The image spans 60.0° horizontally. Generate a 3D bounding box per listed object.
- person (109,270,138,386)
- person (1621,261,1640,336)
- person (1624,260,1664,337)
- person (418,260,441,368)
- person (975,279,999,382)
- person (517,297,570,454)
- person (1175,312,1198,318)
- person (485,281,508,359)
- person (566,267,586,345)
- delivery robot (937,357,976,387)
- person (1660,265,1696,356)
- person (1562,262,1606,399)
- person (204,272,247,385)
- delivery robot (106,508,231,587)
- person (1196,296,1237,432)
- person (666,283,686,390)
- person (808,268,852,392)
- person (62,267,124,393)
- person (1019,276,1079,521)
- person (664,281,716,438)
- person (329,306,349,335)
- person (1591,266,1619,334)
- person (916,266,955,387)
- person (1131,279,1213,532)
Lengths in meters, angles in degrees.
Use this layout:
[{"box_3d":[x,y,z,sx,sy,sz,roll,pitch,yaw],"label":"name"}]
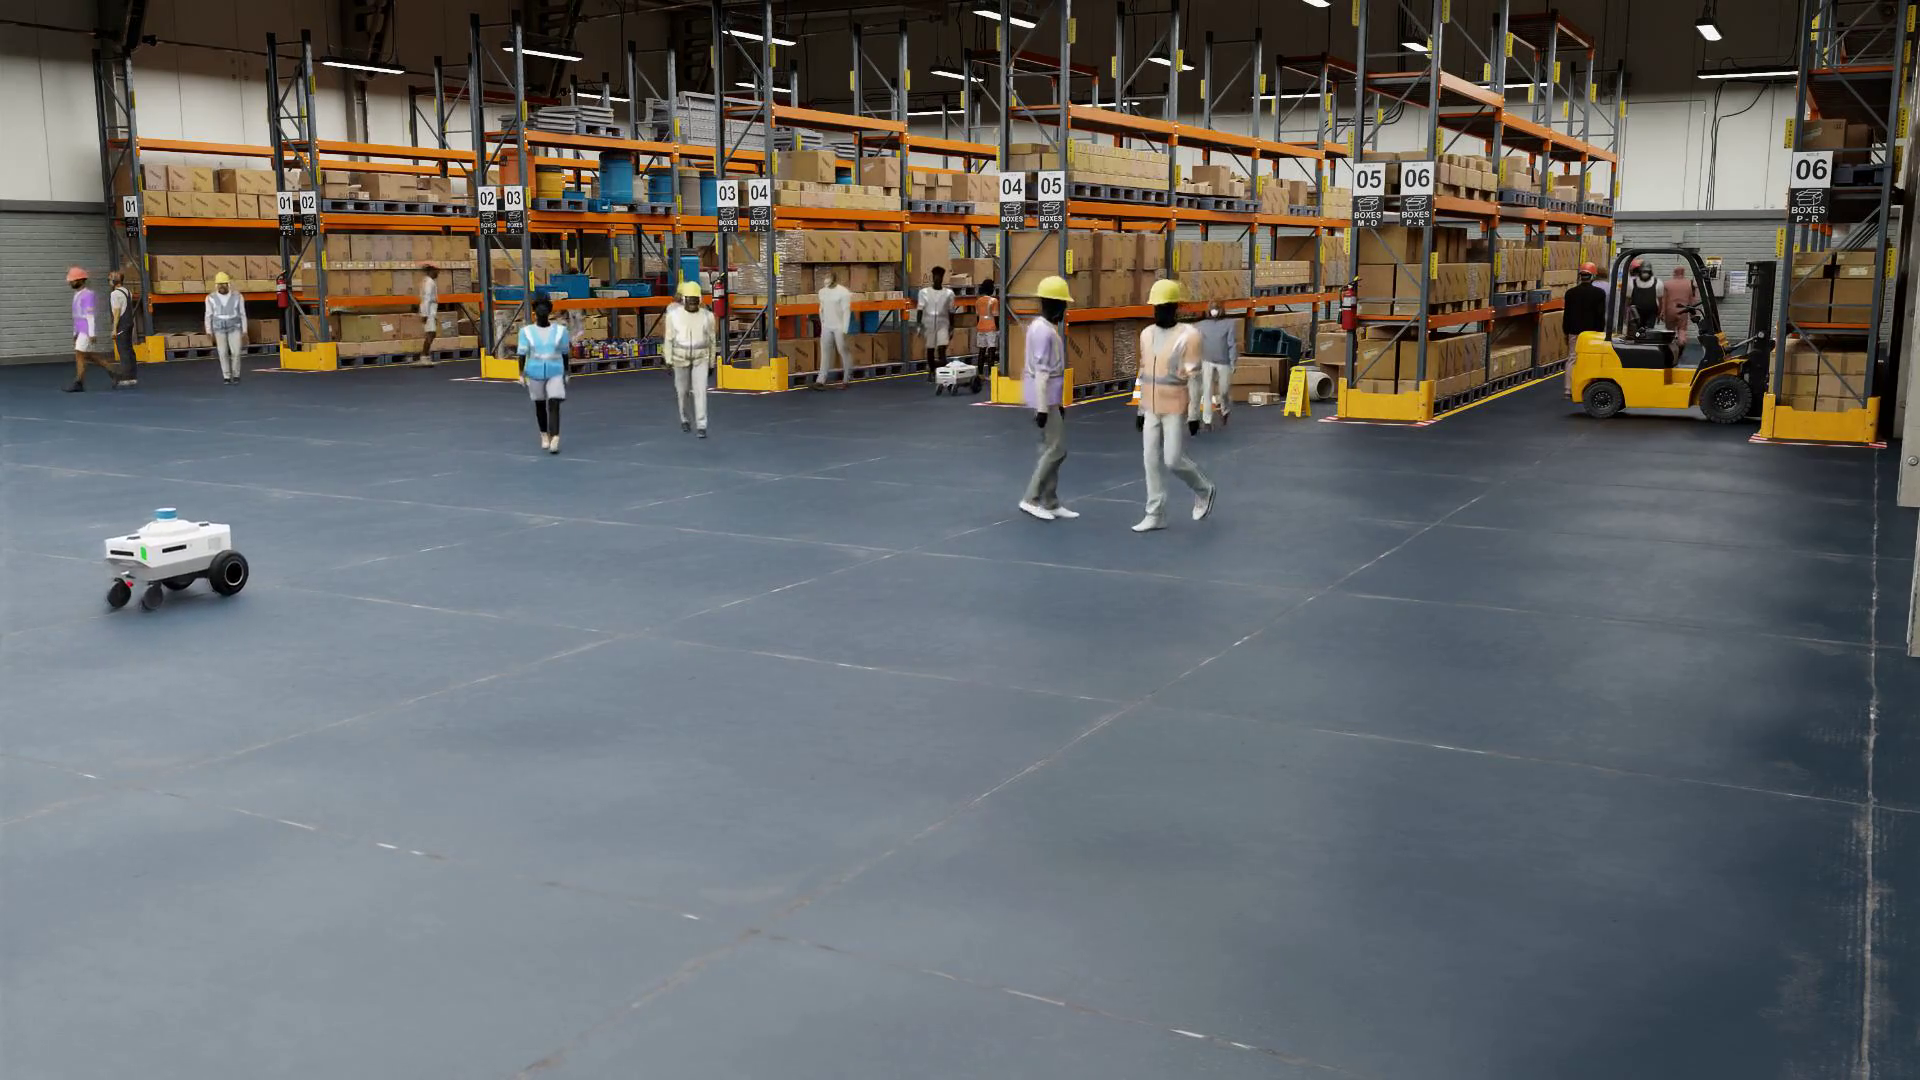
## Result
[{"box_3d":[-13.464,-3.397,26.701,0.345,1.847,0.508,0,10,-1],"label":"person"},{"box_3d":[14.063,-4.806,34.577,0.654,1.977,1.058,2,10,13],"label":"person"},{"box_3d":[13.056,-4.366,31.804,0.692,2.000,0.969,5,11,26],"label":"person"},{"box_3d":[-9.915,-4.222,31.102,0.528,1.992,0.679,-4,10,-21],"label":"person"},{"box_3d":[0.470,-3.448,27.429,0.318,1.698,0.535,-8,13,-40],"label":"person"},{"box_3d":[-4.405,-1.749,17.630,0.539,1.647,0.893,-2,10,-13],"label":"person"},{"box_3d":[4.257,-4.221,31.661,0.617,1.809,0.941,5,11,26],"label":"person"},{"box_3d":[-8.493,-3.940,30.519,0.525,1.624,0.365,5,11,27],"label":"person"},{"box_3d":[-7.845,-4.614,33.800,0.514,1.859,0.505,4,10,22],"label":"person"},{"box_3d":[-0.053,-2.506,24.982,0.477,0.478,0.707,6,11,30],"label":"delivery robot"},{"box_3d":[14.615,-4.645,33.892,0.657,1.884,0.495,3,10,18],"label":"person"},{"box_3d":[9.021,-3.010,24.046,0.603,1.986,0.412,10,14,44],"label":"person"},{"box_3d":[-11.786,-3.377,26.689,0.616,1.803,0.743,-3,10,-19],"label":"person"},{"box_3d":[-4.754,0.051,10.009,0.477,0.478,0.707,4,10,22],"label":"delivery robot"},{"box_3d":[3.072,-2.120,19.920,0.501,1.608,0.748,2,10,14],"label":"person"},{"box_3d":[-4.032,-2.910,24.298,0.491,1.679,0.910,-3,10,-15],"label":"person"},{"box_3d":[-1.956,-3.220,25.571,0.654,1.882,0.993,6,12,33],"label":"person"},{"box_3d":[-13.340,-3.219,25.467,0.851,1.912,0.548,-8,12,-39],"label":"person"},{"box_3d":[0.718,-1.099,13.037,0.434,1.921,0.593,0,10,0],"label":"person"},{"box_3d":[-3.113,-2.092,19.229,0.589,1.794,0.917,-2,10,-9],"label":"person"},{"box_3d":[-13.036,-4.830,34.822,0.618,1.958,1.029,7,12,37],"label":"person"},{"box_3d":[10.609,-3.591,27.671,0.652,1.902,0.842,5,11,28],"label":"person"},{"box_3d":[-0.382,-3.435,26.701,0.615,1.931,0.961,0,10,3],"label":"person"},{"box_3d":[1.603,-1.015,12.570,0.651,1.907,0.589,-8,12,-39],"label":"person"}]
